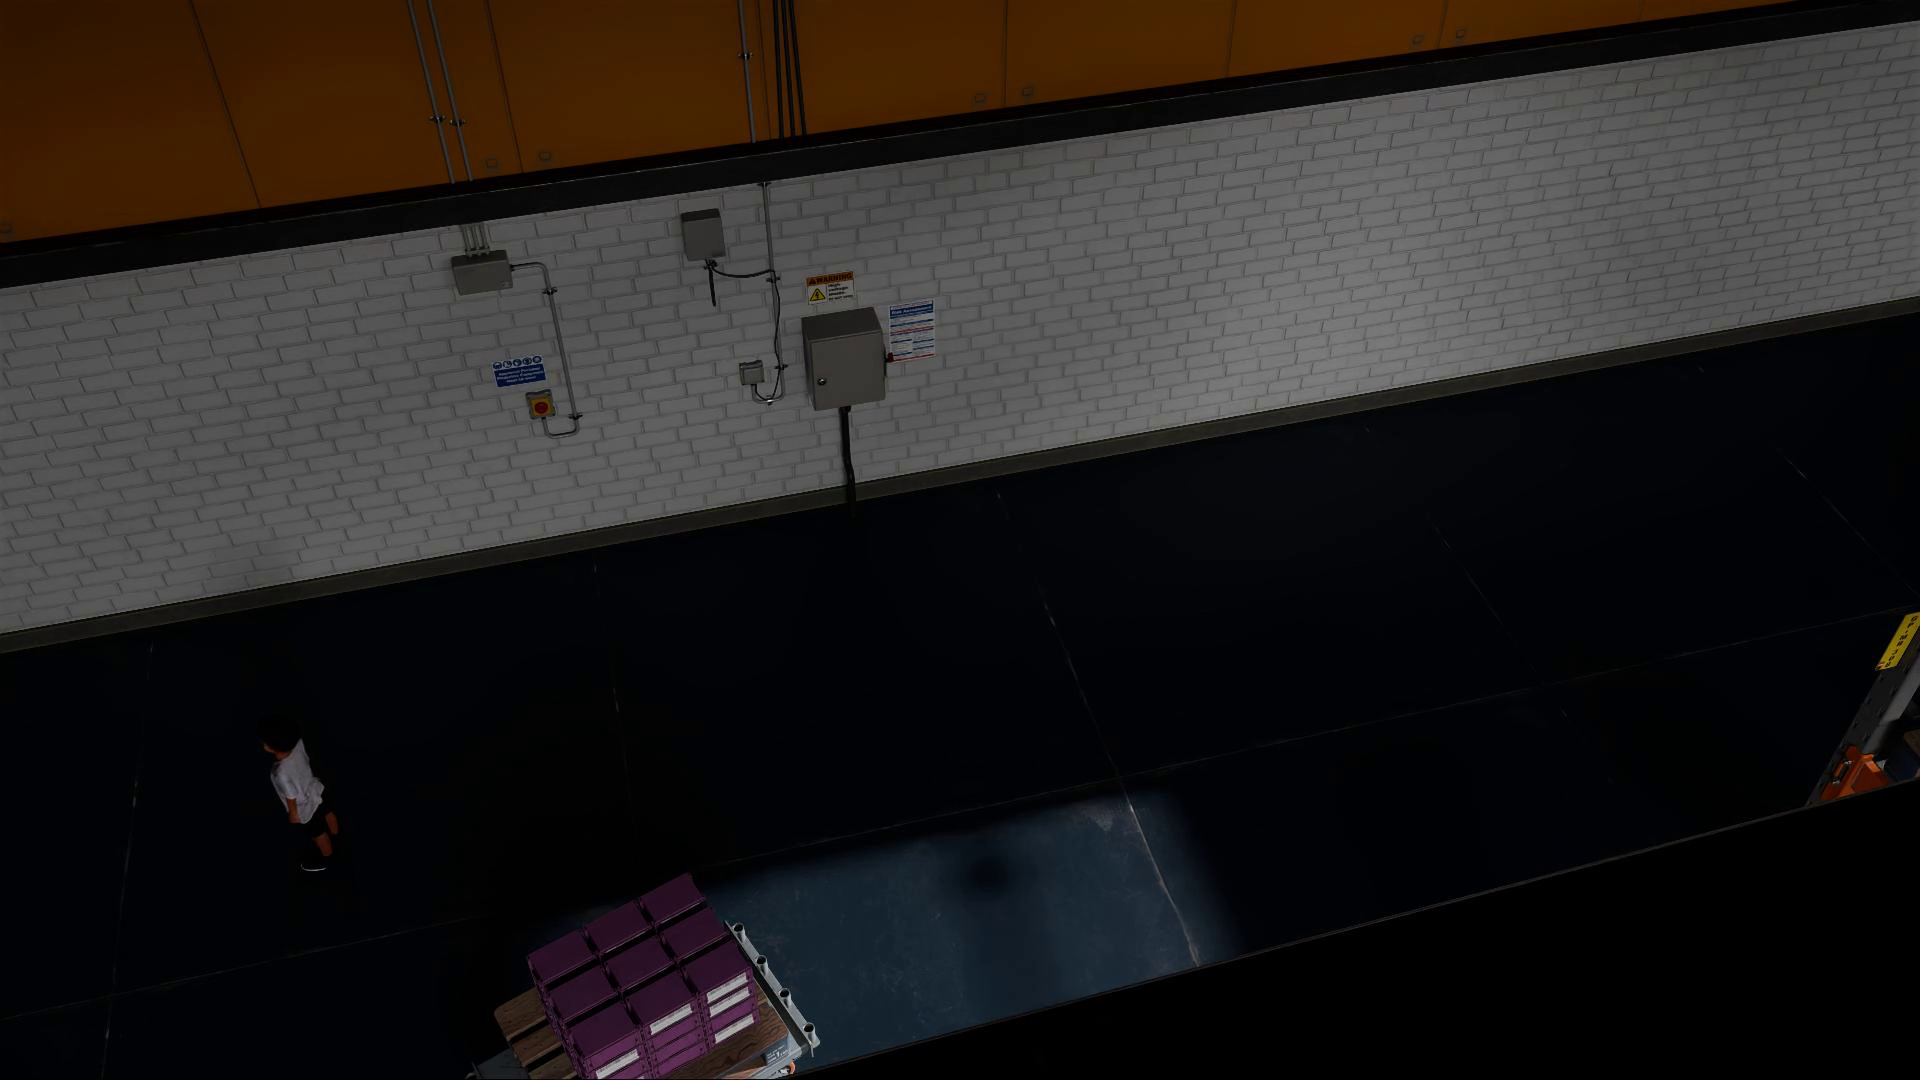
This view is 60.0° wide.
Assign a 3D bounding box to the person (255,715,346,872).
[{"bbox_3d":[-3.810,1.453,9.646,0.607,1.262,0.514,2,44,2],"label":"person"}]
